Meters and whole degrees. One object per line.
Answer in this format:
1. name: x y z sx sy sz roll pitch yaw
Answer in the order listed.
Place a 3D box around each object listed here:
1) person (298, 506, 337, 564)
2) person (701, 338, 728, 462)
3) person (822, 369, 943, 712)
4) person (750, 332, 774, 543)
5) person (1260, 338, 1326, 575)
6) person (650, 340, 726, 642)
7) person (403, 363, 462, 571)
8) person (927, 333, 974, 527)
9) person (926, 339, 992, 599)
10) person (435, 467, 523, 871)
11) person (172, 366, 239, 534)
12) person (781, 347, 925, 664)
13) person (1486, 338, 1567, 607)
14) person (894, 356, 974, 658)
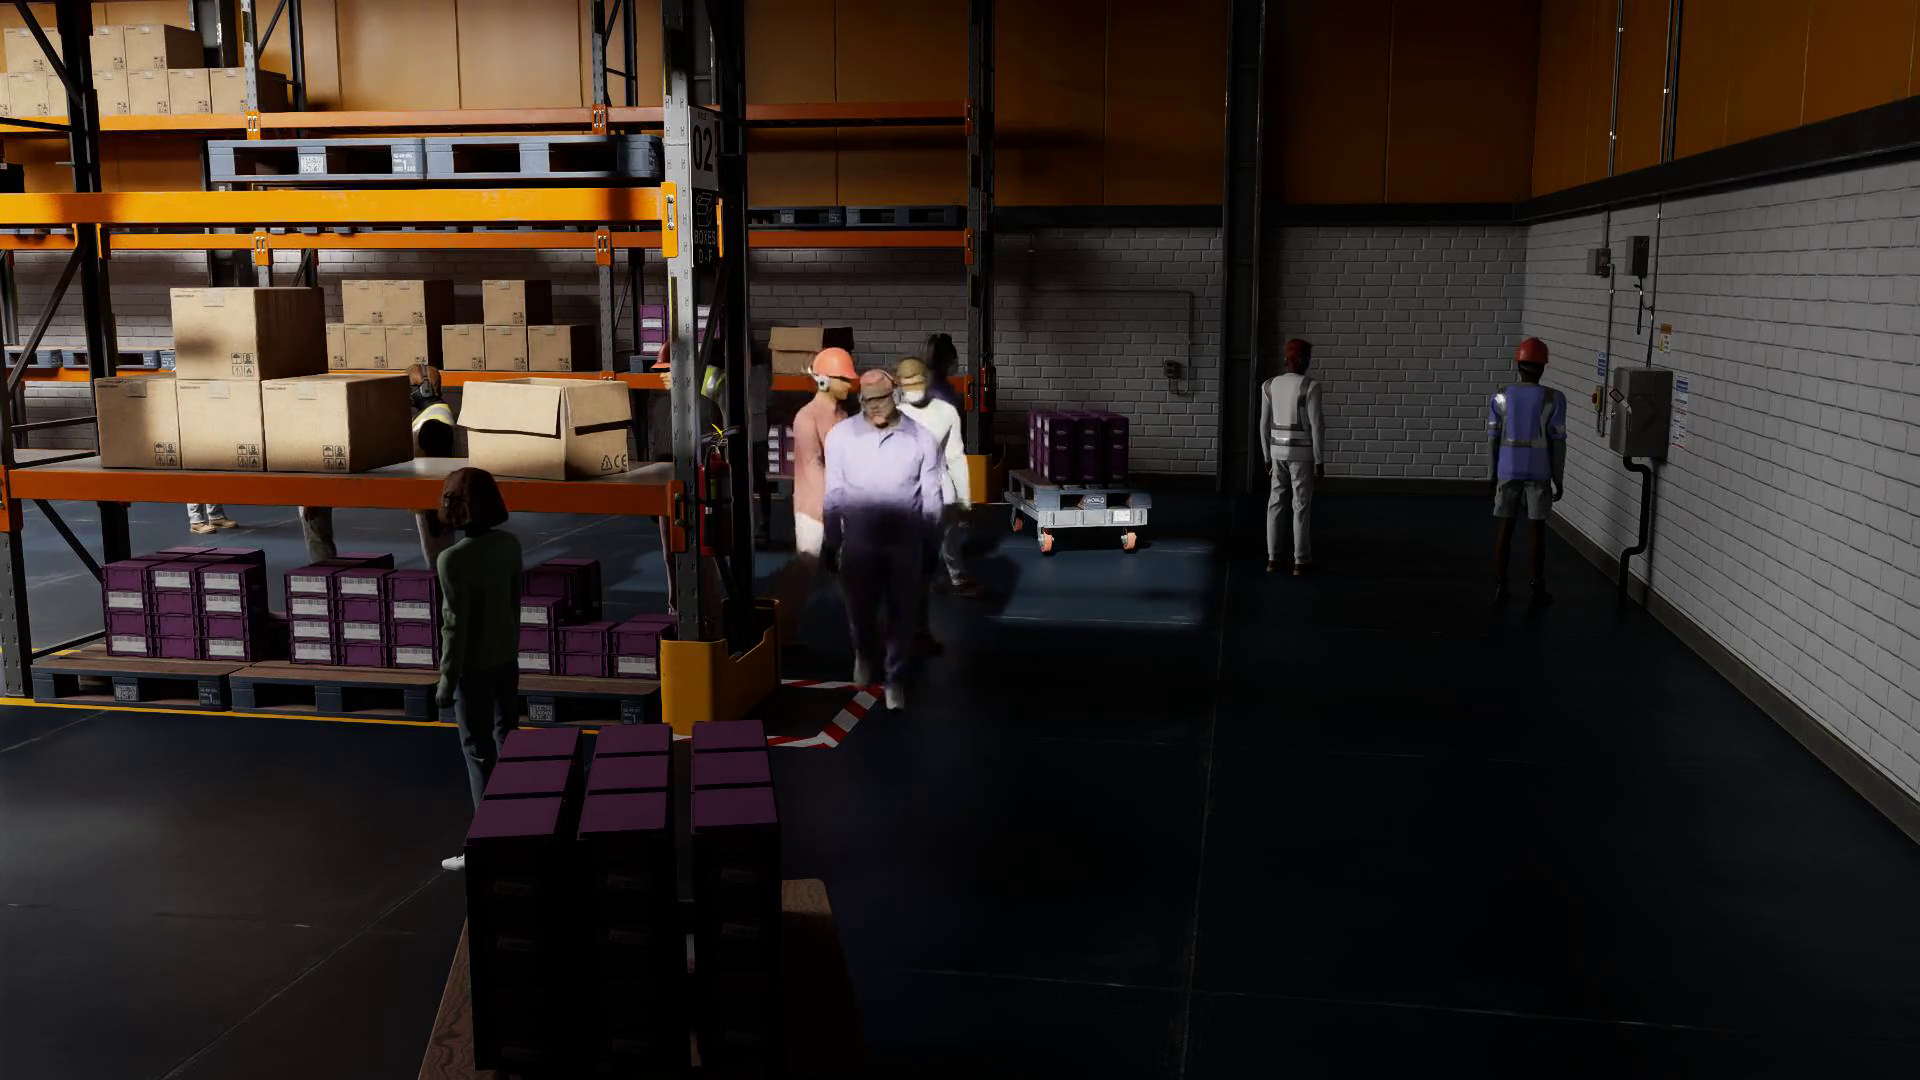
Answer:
1. person: -4.459 -0.338 11.426 0.404 1.830 0.603 -3 10 -18
2. person: -2.144 -0.837 14.508 0.624 1.841 0.430 8 12 42
3. person: -0.424 -0.003 9.172 0.668 1.884 0.469 -1 9 -5
4. person: -1.886 -0.902 14.630 0.373 1.929 0.542 6 11 35
5. person: 2.662 -0.661 13.265 0.355 1.887 0.573 -9 13 -44
6. person: -1.738 -0.263 10.455 0.622 1.993 0.383 7 12 39
7. person: -3.397 -0.216 10.686 0.430 1.836 0.618 -3 10 -19
8. person: -0.257 -1.024 15.645 0.719 1.852 0.514 0 9 -2
9. person: -0.054 -0.518 12.297 0.836 1.908 0.659 3 10 21
10. person: -1.939 0.518 6.723 0.281 1.636 0.497 3 10 17
11. person: -6.993 -0.987 15.426 0.429 1.844 0.626 2 9 13
12. person: -0.715 -0.181 10.078 0.972 1.943 0.628 5 10 27
13. person: 4.097 -0.488 12.034 0.553 1.934 0.367 6 11 31
14. person: -0.259 -0.197 10.334 0.732 1.898 0.553 -6 11 -31
